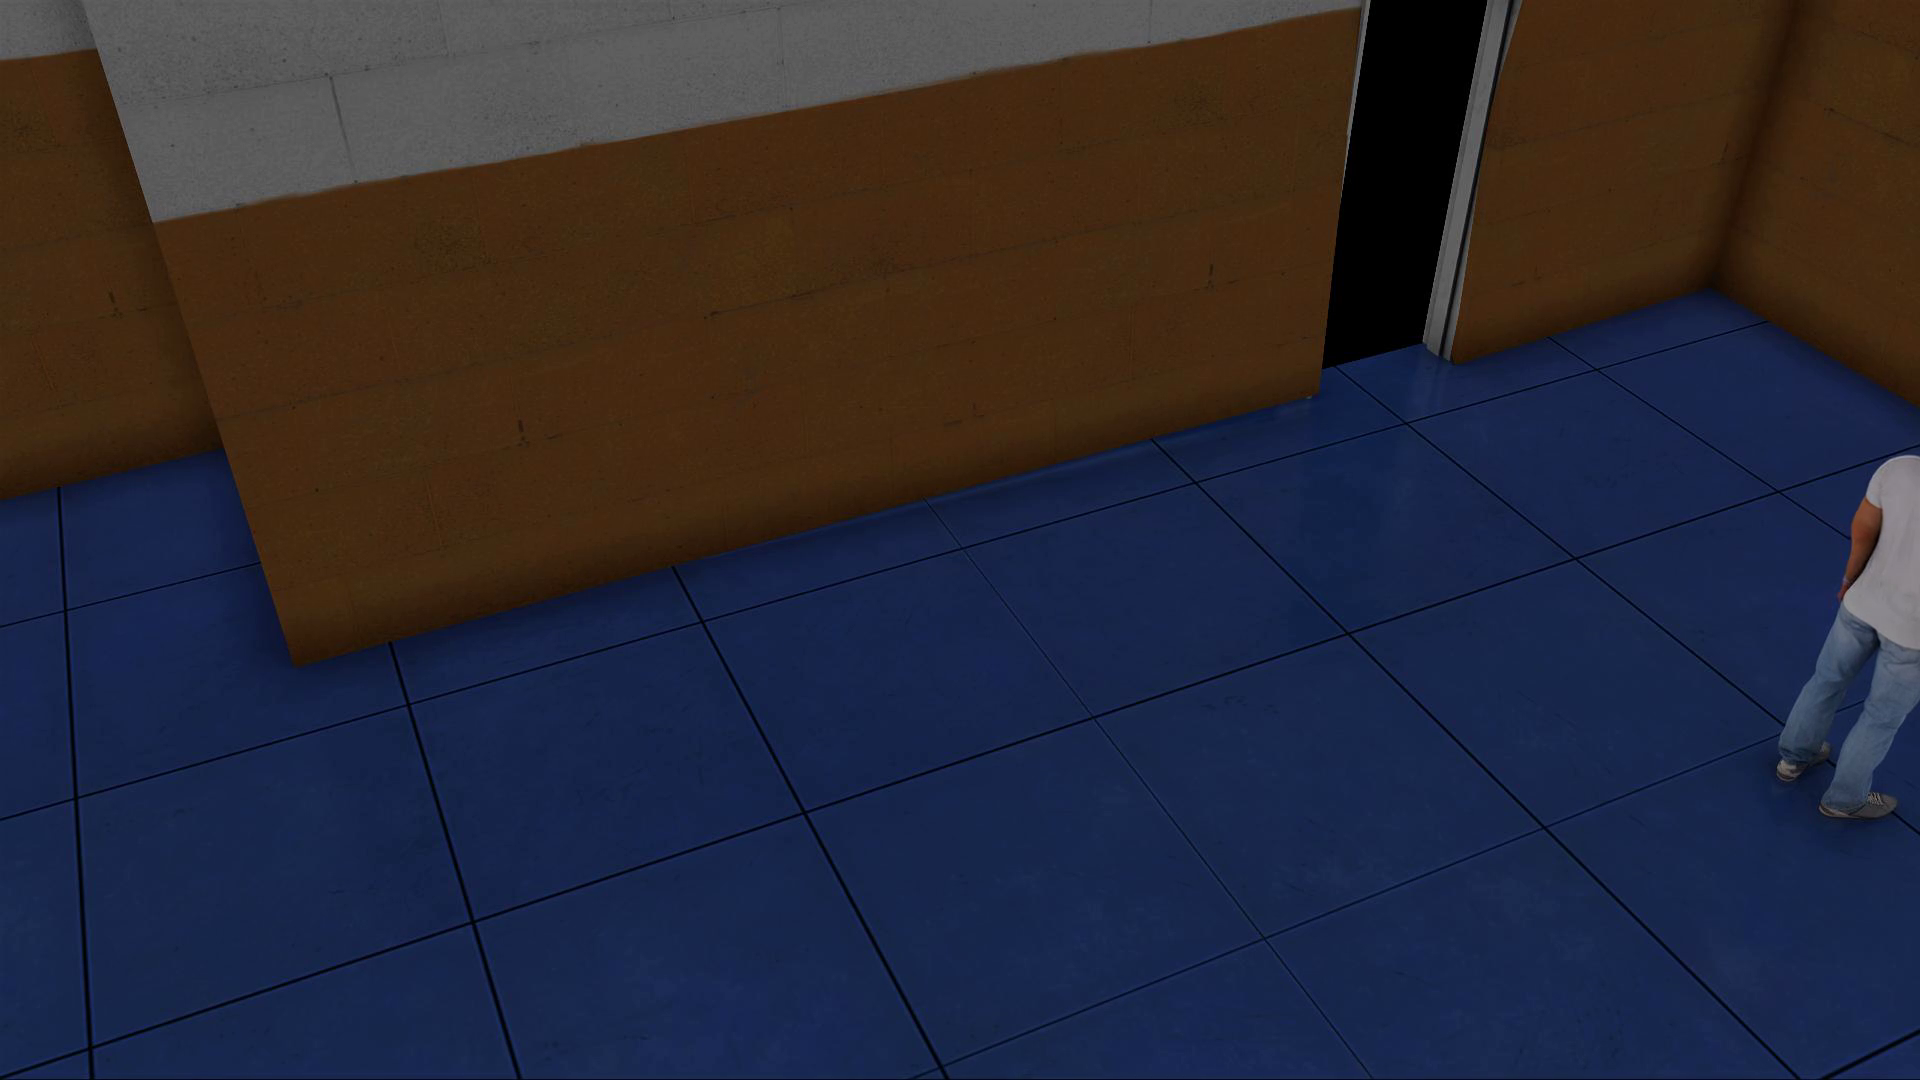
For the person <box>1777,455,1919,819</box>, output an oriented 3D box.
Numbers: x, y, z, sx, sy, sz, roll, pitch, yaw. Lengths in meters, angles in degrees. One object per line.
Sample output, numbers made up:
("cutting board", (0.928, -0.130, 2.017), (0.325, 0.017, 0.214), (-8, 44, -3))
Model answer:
("person", (3.539, 0.268, 6.288), (0.742, 1.864, 0.493), (-13, 39, -17))
